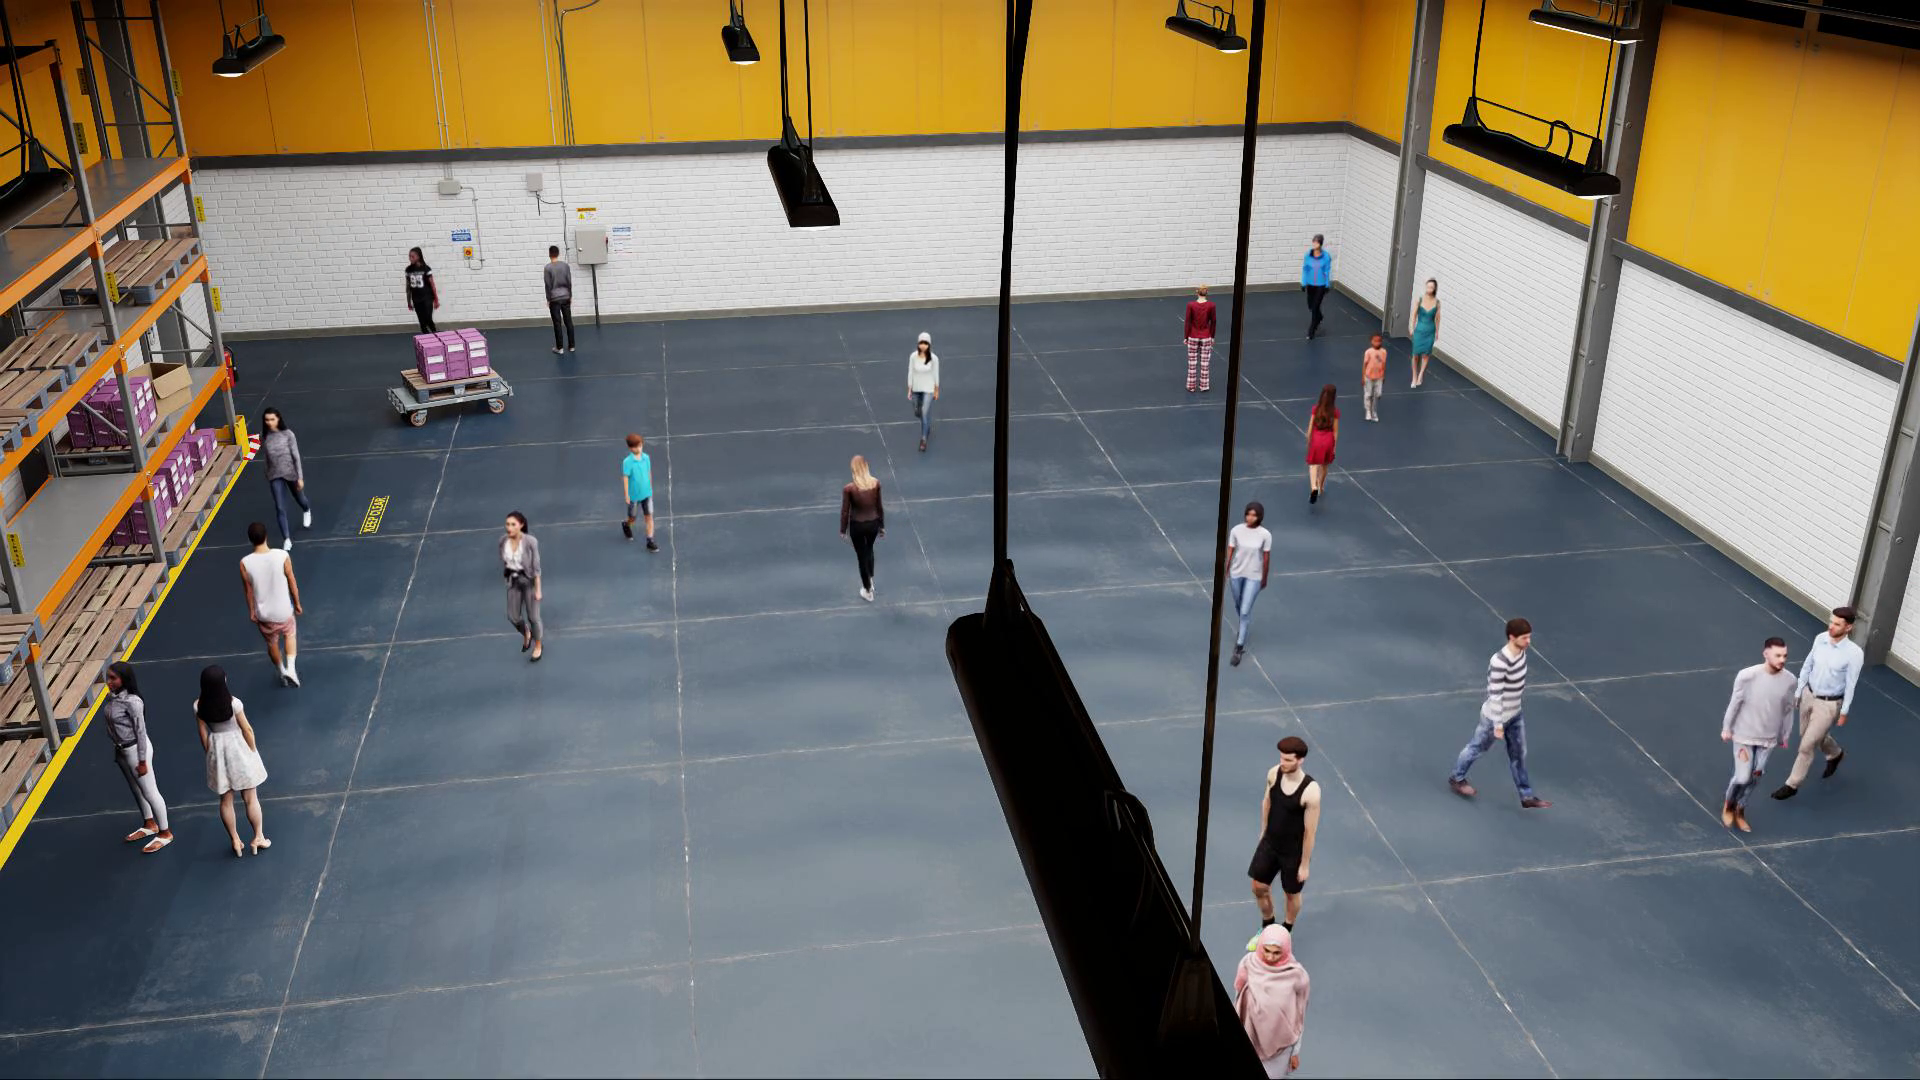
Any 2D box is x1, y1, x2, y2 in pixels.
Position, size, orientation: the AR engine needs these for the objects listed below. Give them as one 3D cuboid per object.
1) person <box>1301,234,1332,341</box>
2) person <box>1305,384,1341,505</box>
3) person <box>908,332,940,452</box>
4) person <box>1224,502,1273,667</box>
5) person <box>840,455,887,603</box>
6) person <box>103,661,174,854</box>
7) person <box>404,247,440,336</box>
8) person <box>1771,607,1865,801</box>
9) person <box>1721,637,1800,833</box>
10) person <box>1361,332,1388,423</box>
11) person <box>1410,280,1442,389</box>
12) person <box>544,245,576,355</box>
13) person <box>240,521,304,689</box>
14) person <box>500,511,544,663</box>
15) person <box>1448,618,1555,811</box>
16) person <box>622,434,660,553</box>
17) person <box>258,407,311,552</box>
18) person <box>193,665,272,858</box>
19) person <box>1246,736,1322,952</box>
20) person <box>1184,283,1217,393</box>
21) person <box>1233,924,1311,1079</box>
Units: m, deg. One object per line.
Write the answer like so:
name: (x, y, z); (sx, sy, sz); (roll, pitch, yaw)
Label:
person: (5.988, -4.254, 27.795); (1.012, 1.769, 1.076); (17, 29, 34)
person: (4.588, -1.207, 21.123); (0.757, 1.531, 1.003); (5, 24, 11)
person: (-0.503, -2.093, 23.026); (0.817, 1.629, 1.037); (5, 24, 12)
person: (2.984, 0.380, 17.302); (1.030, 1.682, 1.217); (10, 26, 22)
person: (-1.030, -0.103, 18.397); (0.725, 1.691, 0.736); (-12, 26, -25)
person: (-6.955, 1.802, 14.001); (0.665, 1.721, 0.736); (17, 29, 34)
person: (-8.714, -3.927, 27.104); (0.733, 1.723, 0.726); (4, 24, 8)
person: (7.693, 1.431, 14.736); (0.915, 1.812, 1.182); (-10, 26, -23)
person: (6.795, 1.621, 14.278); (0.746, 1.830, 0.680); (1, 24, 2)
person: (5.987, -2.393, 24.123); (0.557, 1.300, 0.613); (2, 24, 5)
person: (7.124, -3.170, 25.441); (0.749, 1.668, 0.820); (8, 25, 18)
person: (-6.514, -3.920, 27.042); (0.696, 1.760, 0.684); (-15, 28, -31)
person: (-6.798, 0.694, 16.466); (0.771, 1.776, 0.938); (-10, 26, -22)
person: (-4.453, 0.449, 17.166); (0.712, 1.665, 0.719); (5, 24, 11)
person: (4.658, 1.501, 14.594); (1.101, 1.798, 1.273); (-21, 31, -39)
person: (-3.857, -0.591, 19.834); (0.781, 1.433, 0.974); (-17, 29, -33)
person: (-8.065, -0.785, 19.938); (0.601, 1.705, 1.100); (-4, 24, -9)
person: (-6.072, 1.834, 13.859); (0.653, 1.775, 0.639); (-2, 24, -6)
person: (2.544, 2.291, 12.685); (0.905, 1.879, 0.808); (-20, 31, -39)
person: (3.634, -3.082, 25.201); (0.660, 1.699, 0.567); (1, 24, 1)
person: (1.947, 3.223, 10.647); (0.730, 1.803, 0.744); (7, 25, 16)
